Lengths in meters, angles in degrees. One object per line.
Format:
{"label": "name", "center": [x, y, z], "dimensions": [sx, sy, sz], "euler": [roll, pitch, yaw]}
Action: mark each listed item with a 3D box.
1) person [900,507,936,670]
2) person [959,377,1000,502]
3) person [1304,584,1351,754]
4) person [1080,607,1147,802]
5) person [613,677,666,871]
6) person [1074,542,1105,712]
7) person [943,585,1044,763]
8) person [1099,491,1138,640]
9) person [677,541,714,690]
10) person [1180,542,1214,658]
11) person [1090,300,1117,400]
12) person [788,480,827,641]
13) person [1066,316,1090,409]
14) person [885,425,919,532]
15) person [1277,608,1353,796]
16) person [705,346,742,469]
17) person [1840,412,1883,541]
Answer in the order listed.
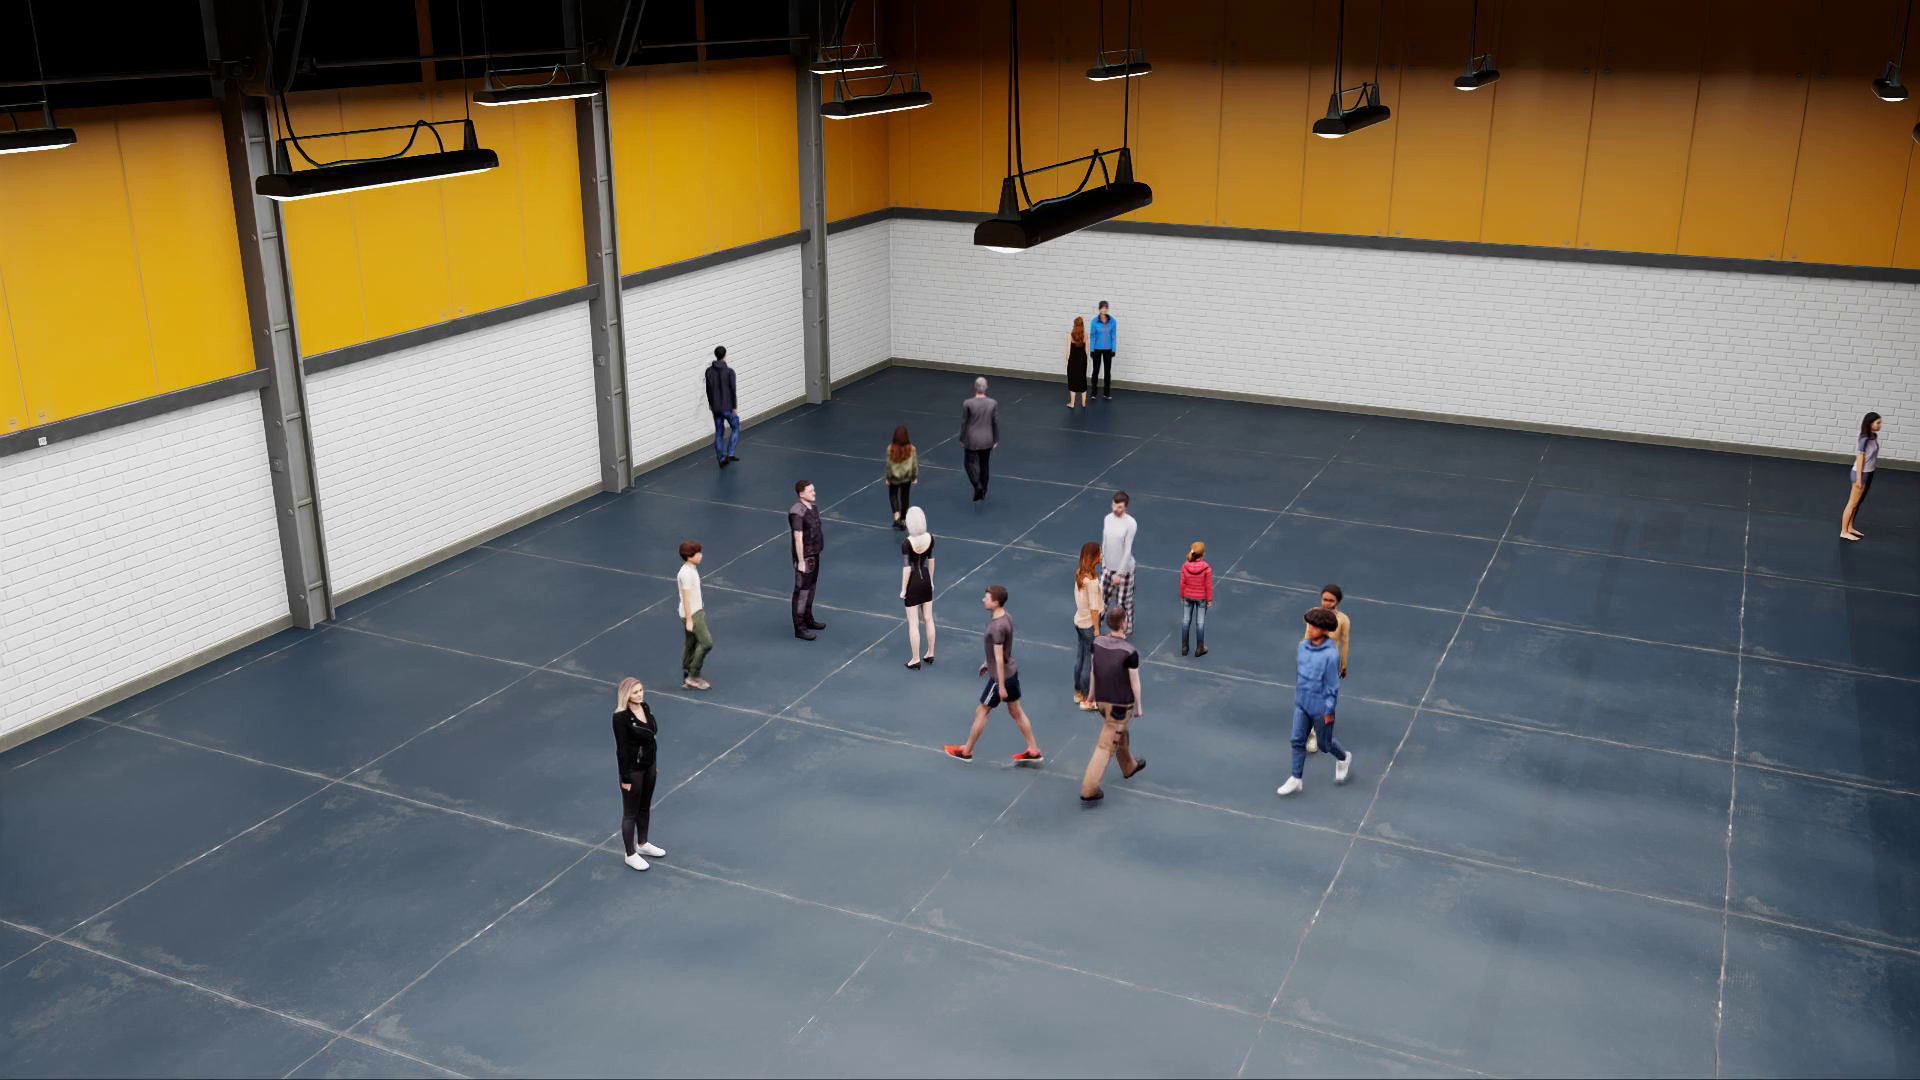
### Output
{"label": "person", "center": [-0.457, 0.515, 18.058], "dimensions": [0.592, 1.830, 0.718], "euler": [-15, 23, -37]}
{"label": "person", "center": [0.280, -1.407, 23.775], "dimensions": [1.009, 1.824, 1.082], "euler": [-4, 19, -13]}
{"label": "person", "center": [3.584, 1.200, 16.339], "dimensions": [0.643, 1.628, 1.094], "euler": [10, 21, 28]}
{"label": "person", "center": [1.339, 1.521, 15.135], "dimensions": [1.315, 1.790, 1.024], "euler": [-16, 24, -39]}
{"label": "person", "center": [-2.734, 1.943, 14.043], "dimensions": [0.664, 1.686, 0.448], "euler": [8, 20, 24]}
{"label": "person", "center": [1.308, 0.869, 17.066], "dimensions": [0.731, 1.792, 0.651], "euler": [-5, 19, -14]}
{"label": "person", "center": [0.478, 1.313, 15.733], "dimensions": [0.901, 1.801, 1.181], "euler": [4, 19, 12]}
{"label": "person", "center": [1.839, 0.313, 18.684], "dimensions": [0.828, 1.812, 1.115], "euler": [17, 25, 41]}
{"label": "person", "center": [-2.896, 0.800, 17.494], "dimensions": [0.760, 1.650, 0.673], "euler": [-1, 19, -2]}
{"label": "person", "center": [2.612, 0.647, 18.468], "dimensions": [0.520, 1.318, 0.500], "euler": [7, 20, 21]}
{"label": "person", "center": [2.549, -3.394, 29.722], "dimensions": [0.710, 1.793, 0.713], "euler": [0, 19, 0]}
{"label": "person", "center": [-1.756, 0.192, 18.994], "dimensions": [0.822, 1.845, 0.588], "euler": [5, 19, 14]}
{"label": "person", "center": [2.066, -3.134, 29.215], "dimensions": [0.675, 1.625, 0.728], "euler": [-5, 19, -14]}
{"label": "person", "center": [-0.805, -0.817, 22.583], "dimensions": [0.694, 1.466, 0.711], "euler": [-1, 19, -4]}
{"label": "person", "center": [3.326, 1.476, 15.270], "dimensions": [1.171, 1.788, 1.010], "euler": [-12, 22, -31]}
{"label": "person", "center": [-3.675, -2.014, 25.494], "dimensions": [0.736, 1.876, 0.672], "euler": [6, 20, 18]}
{"label": "person", "center": [12.124, -0.876, 22.339], "dimensions": [0.703, 1.733, 0.539], "euler": [17, 25, 41]}
